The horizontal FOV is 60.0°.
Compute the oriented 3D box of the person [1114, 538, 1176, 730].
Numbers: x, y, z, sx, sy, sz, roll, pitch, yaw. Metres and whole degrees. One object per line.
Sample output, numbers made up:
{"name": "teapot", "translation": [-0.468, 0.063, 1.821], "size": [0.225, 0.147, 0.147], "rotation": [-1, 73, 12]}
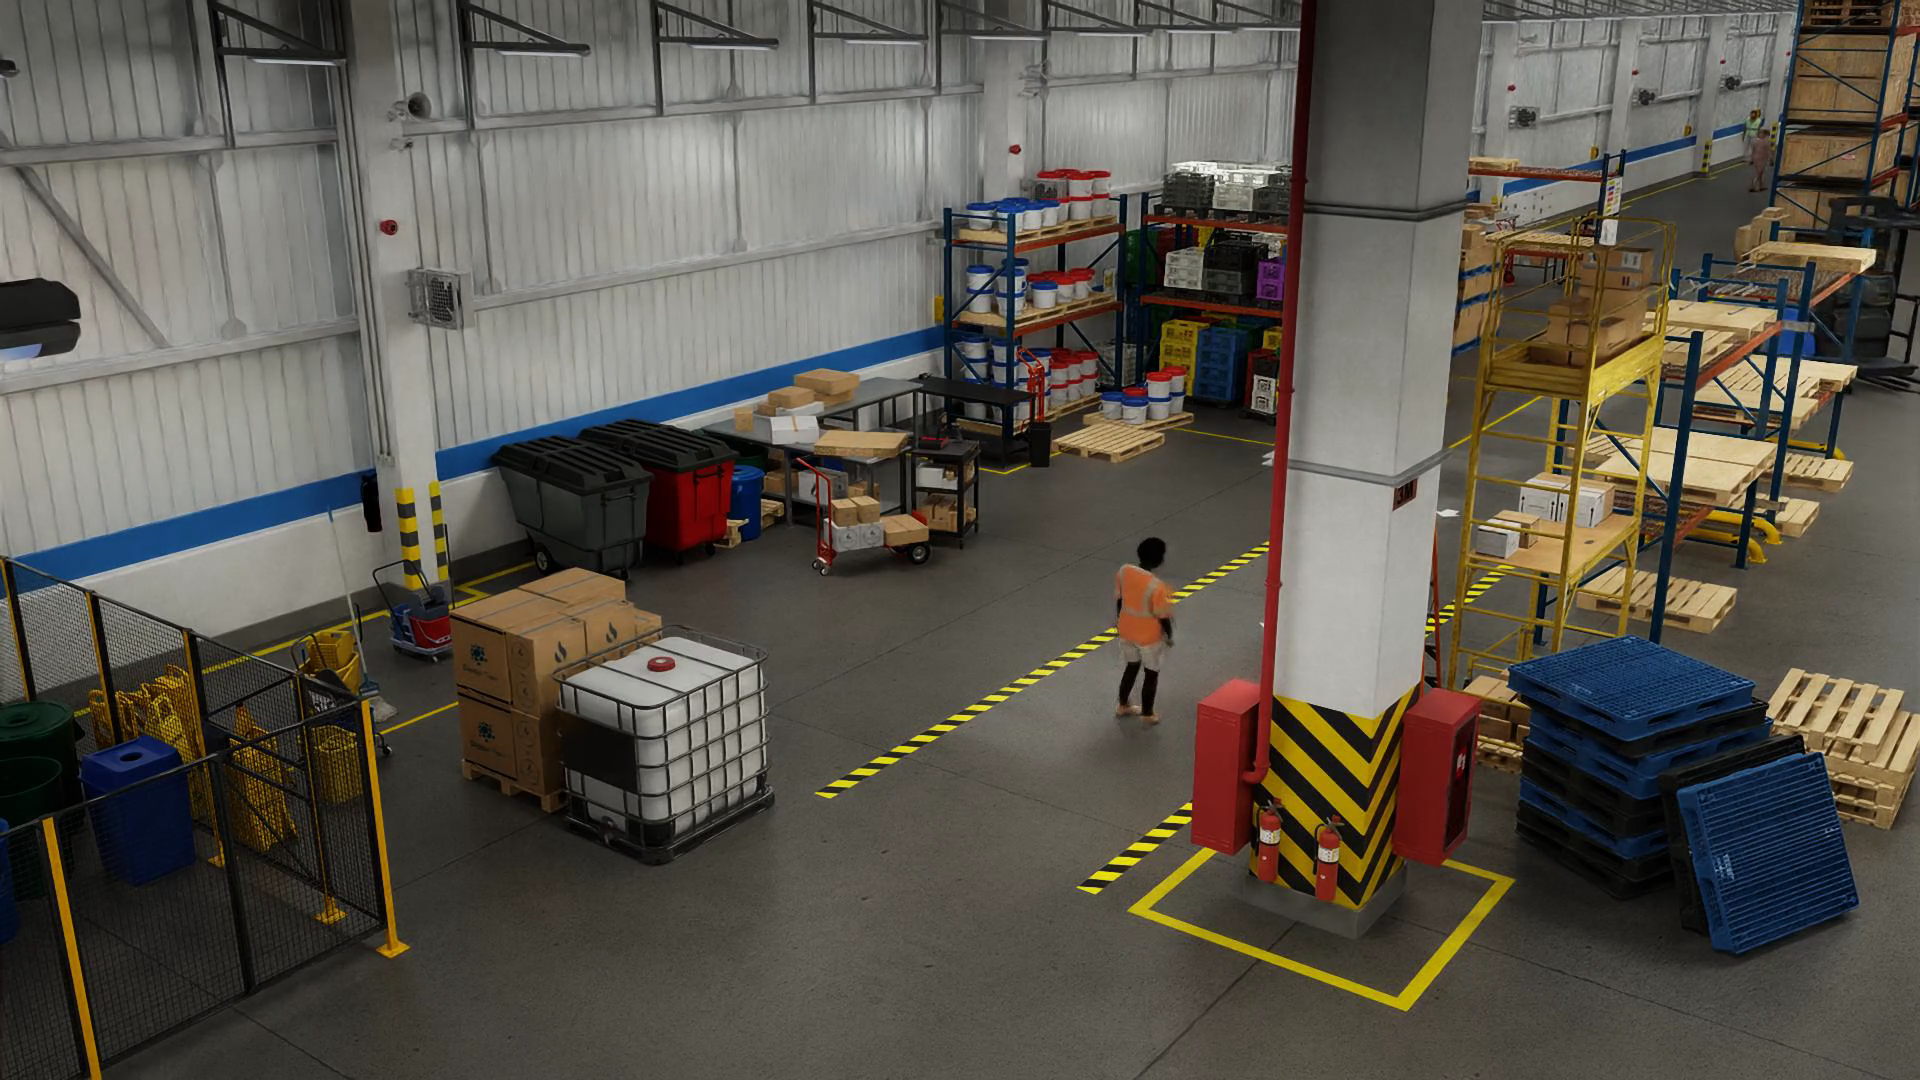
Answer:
{"name": "person", "translation": [1.455, 0.737, 13.306], "size": [0.416, 1.656, 0.620], "rotation": [-17, 24, -41]}

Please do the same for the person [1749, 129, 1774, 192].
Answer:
{"name": "person", "translation": [24.350, -11.470, 50.342], "size": [0.911, 1.867, 0.652], "rotation": [-4, 18, -11]}

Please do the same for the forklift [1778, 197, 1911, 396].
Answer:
{"name": "forklift", "translation": [13.421, -3.759, 25.125], "size": [1.129, 2.768, 1.873], "rotation": [-4, 18, -11]}

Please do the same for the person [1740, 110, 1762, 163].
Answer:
{"name": "person", "translation": [28.185, -14.360, 59.220], "size": [0.570, 1.840, 0.373], "rotation": [17, 25, 42]}
